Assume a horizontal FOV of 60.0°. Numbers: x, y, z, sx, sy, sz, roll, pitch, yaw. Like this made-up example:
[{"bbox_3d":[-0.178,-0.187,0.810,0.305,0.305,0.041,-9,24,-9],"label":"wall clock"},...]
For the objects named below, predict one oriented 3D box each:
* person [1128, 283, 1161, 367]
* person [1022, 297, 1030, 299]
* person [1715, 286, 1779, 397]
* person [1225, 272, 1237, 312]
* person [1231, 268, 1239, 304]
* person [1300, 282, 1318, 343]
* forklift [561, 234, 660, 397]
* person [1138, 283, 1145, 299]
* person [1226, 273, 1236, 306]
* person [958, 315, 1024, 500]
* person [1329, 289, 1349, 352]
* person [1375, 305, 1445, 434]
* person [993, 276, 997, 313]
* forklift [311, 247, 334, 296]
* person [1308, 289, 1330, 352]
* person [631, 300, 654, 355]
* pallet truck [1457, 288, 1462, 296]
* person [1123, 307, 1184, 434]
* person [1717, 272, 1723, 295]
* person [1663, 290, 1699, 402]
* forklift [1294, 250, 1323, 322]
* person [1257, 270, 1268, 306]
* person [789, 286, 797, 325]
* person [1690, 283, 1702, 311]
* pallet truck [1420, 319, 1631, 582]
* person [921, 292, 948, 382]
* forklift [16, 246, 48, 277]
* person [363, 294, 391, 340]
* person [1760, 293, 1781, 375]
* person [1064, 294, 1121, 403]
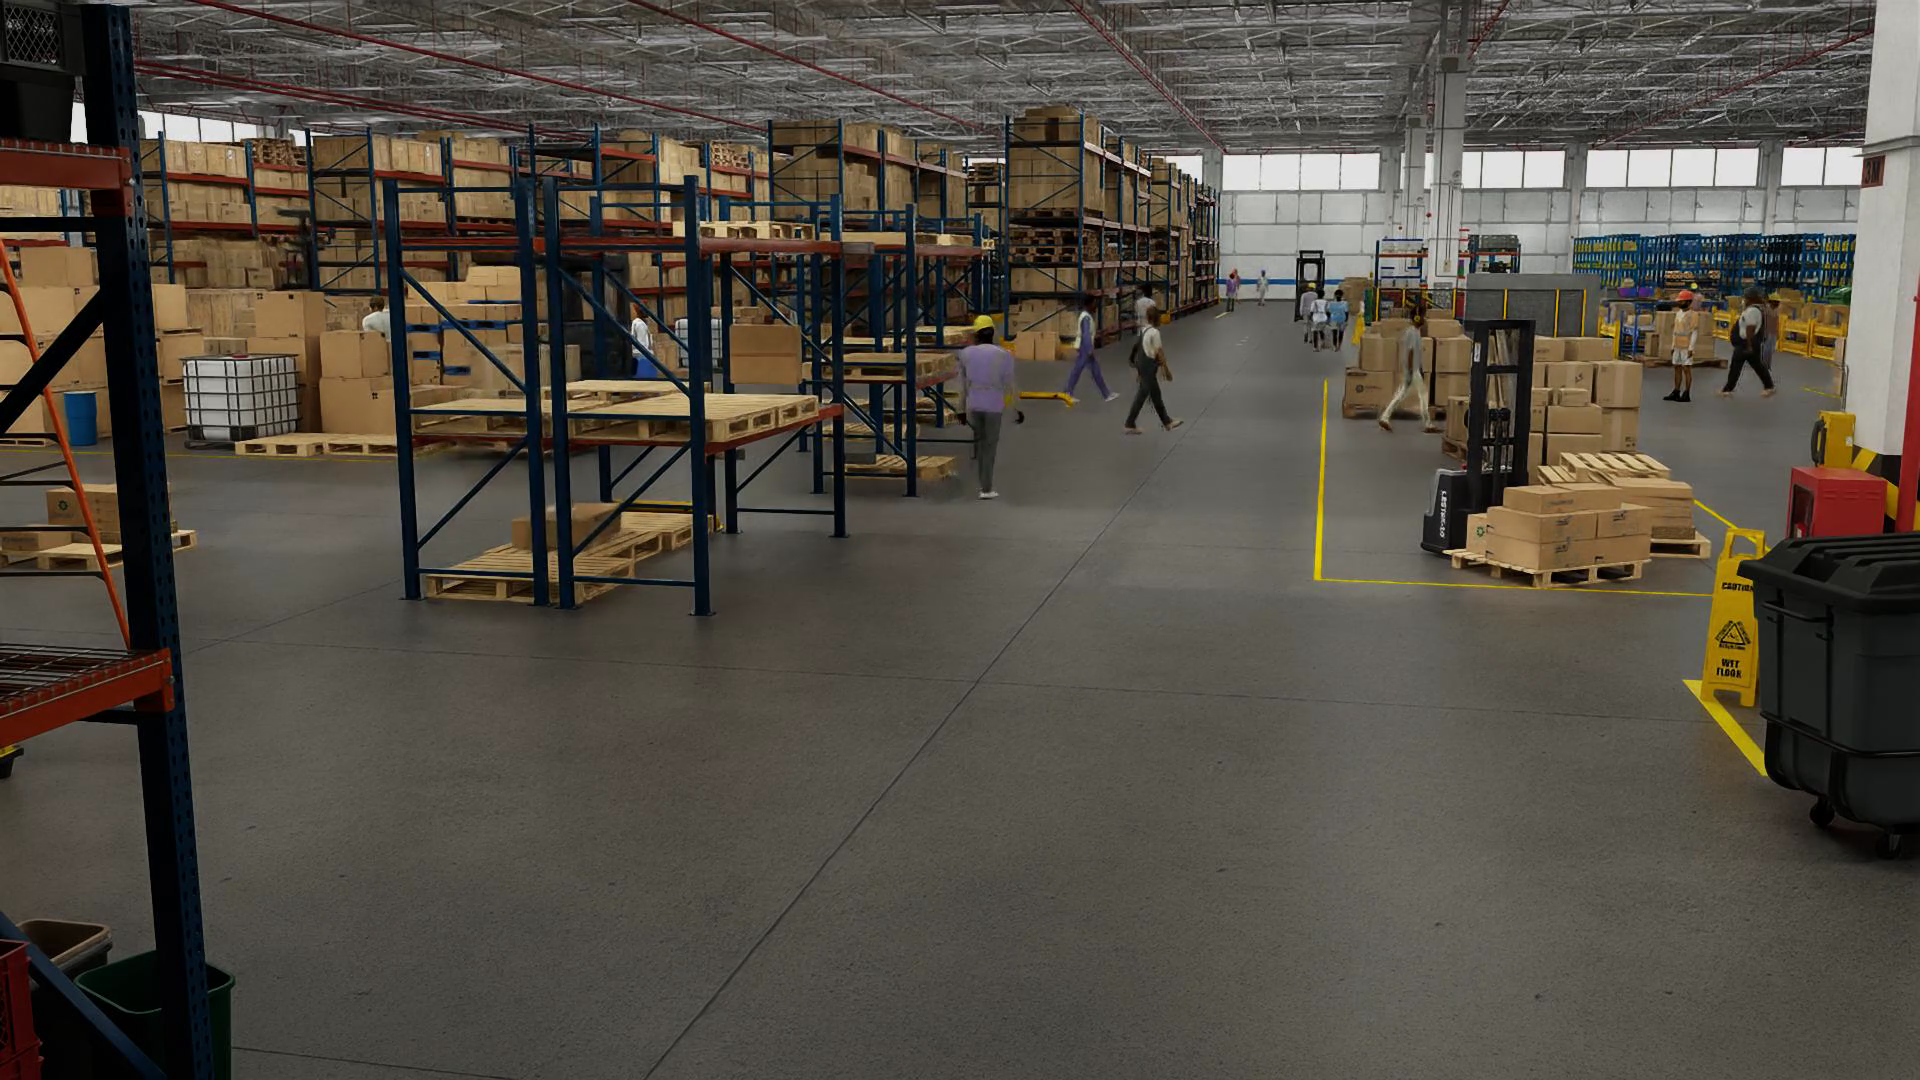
[{"bbox_3d":[4.242,-4.938,38.277,0.948,1.933,0.605,-8,13,-41],"label":"person"},{"bbox_3d":[2.675,-9.403,64.896,0.645,1.868,0.923,7,12,35],"label":"person"},{"bbox_3d":[14.191,-3.565,29.800,0.994,2.000,0.685,8,12,39],"label":"person"},{"bbox_3d":[12.798,-11.690,78.392,0.602,1.883,0.633,-3,10,-18],"label":"person"},{"bbox_3d":[15.156,-13.961,91.553,0.629,1.972,0.623,-7,12,-36],"label":"person"},{"bbox_3d":[10.307,-6.675,48.875,0.608,1.816,0.465,2,10,10],"label":"person"},{"bbox_3d":[-5.058,-2.903,23.396,1.129,2.768,1.873,2,10,12],"label":"forklift"},{"bbox_3d":[6.579,-8.469,60.068,0.440,1.617,0.532,1,10,7],"label":"person"},{"bbox_3d":[14.418,-13.329,88.427,0.523,1.769,0.319,3,10,15],"label":"person"},{"bbox_3d":[0.324,-1.378,17.268,0.635,1.891,0.628,5,11,29],"label":"person"},{"bbox_3d":[10.181,-5.915,44.785,0.537,1.674,0.718,2,10,11],"label":"person"},{"bbox_3d":[6.407,-2.420,23.663,0.939,1.834,0.533,1,10,8],"label":"person"},{"bbox_3d":[1.599,-11.494,77.052,0.354,1.938,0.636,-6,11,-30],"label":"person"},{"bbox_3d":[-19.108,-7.380,49.905,1.873,2.768,1.129,-1,10,-9],"label":"forklift"},{"bbox_3d":[9.618,-5.885,44.576,0.606,1.673,0.372,-2,10,-11],"label":"person"},{"bbox_3d":[-4.690,-2.604,24.576,0.349,1.882,0.584,-4,10,-22],"label":"person"},{"bbox_3d":[20.506,-9.785,68.819,0.653,1.274,1.630,2,10,12],"label":"pallet truck"},{"bbox_3d":[2.742,-2.391,23.592,0.983,1.789,0.533,-2,10,-14],"label":"person"},{"bbox_3d":[40.758,-13.439,89.012,1.001,1.790,0.599,3,10,15],"label":"person"},{"bbox_3d":[12.580,-3.372,28.961,0.357,1.938,0.542,-3,10,-15],"label":"person"},{"bbox_3d":[13.778,-10.002,65.433,1.129,2.768,1.873,2,10,12],"label":"forklift"},{"bbox_3d":[15.956,-13.292,87.787,0.613,1.920,0.862,-4,10,-22],"label":"person"},{"bbox_3d":[-5.323,-7.356,53.522,0.345,1.637,0.530,-8,12,-38],"label":"person"},{"bbox_3d":[23.119,-7.244,52.531,0.535,1.729,0.886,3,10,15],"label":"person"},{"bbox_3d":[4.543,-0.757,13.299,0.823,1.965,1.885,-4,10,-22],"label":"pallet truck"},{"bbox_3d":[-0.720,-4.077,33.456,0.884,1.838,0.522,0,10,-3],"label":"person"},{"bbox_3d":[-24.774,-6.488,44.623,1.873,2.768,1.129,0,10,3],"label":"forklift"},{"bbox_3d":[-8.894,-2.796,25.550,0.379,1.940,0.629,5,11,29],"label":"person"},{"bbox_3d":[17.419,-4.421,35.710,0.526,1.760,0.331,-7,12,-34],"label":"person"},{"bbox_3d":[2.258,-3.278,28.599,1.015,1.865,0.618,2,10,10],"label":"person"}]
